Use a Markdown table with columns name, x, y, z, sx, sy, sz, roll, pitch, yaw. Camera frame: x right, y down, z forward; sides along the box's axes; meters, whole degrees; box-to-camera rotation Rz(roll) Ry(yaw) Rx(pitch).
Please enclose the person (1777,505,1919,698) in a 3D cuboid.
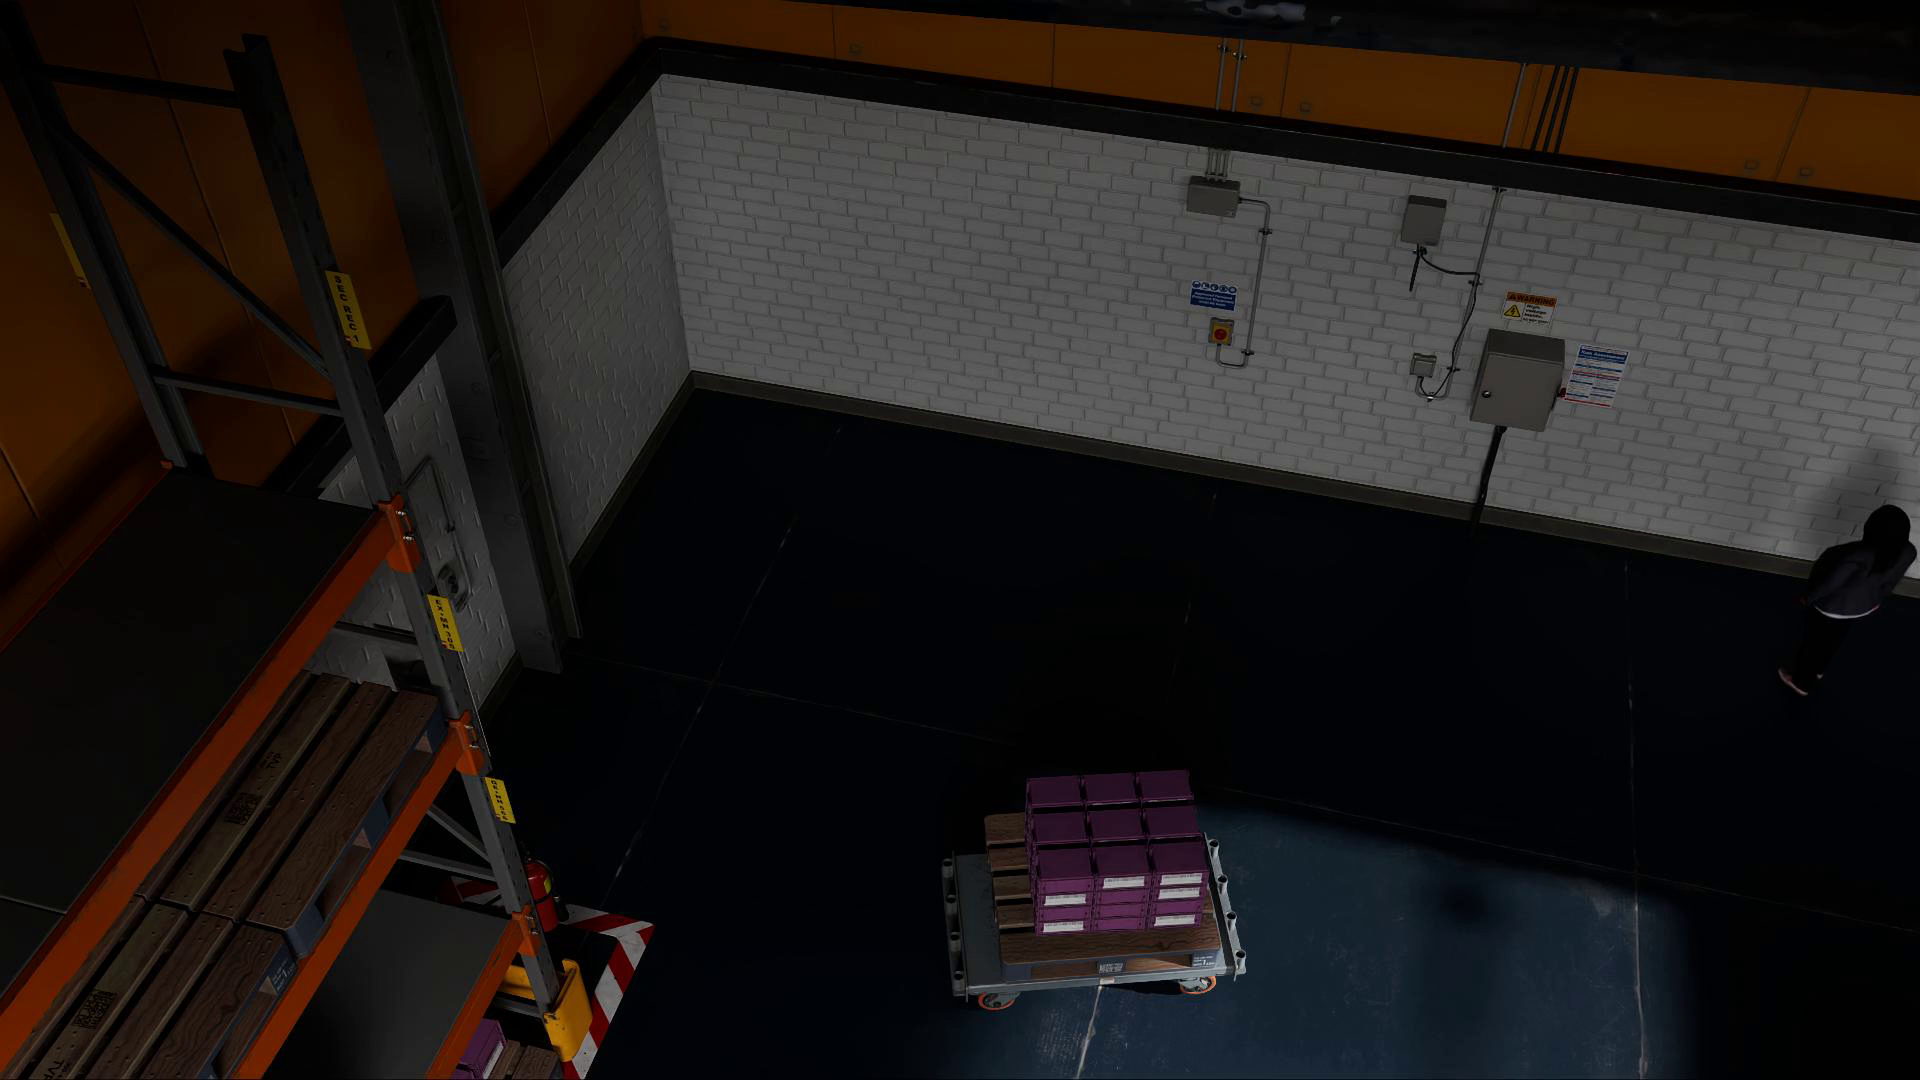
| name | x | y | z | sx | sy | sz | roll | pitch | yaw |
| --- | --- | --- | --- | --- | --- | --- | --- | --- | --- |
| person | 5.688 | 0.407 | 10.689 | 0.801 | 1.591 | 0.837 | -14 | 45 | -14 |
